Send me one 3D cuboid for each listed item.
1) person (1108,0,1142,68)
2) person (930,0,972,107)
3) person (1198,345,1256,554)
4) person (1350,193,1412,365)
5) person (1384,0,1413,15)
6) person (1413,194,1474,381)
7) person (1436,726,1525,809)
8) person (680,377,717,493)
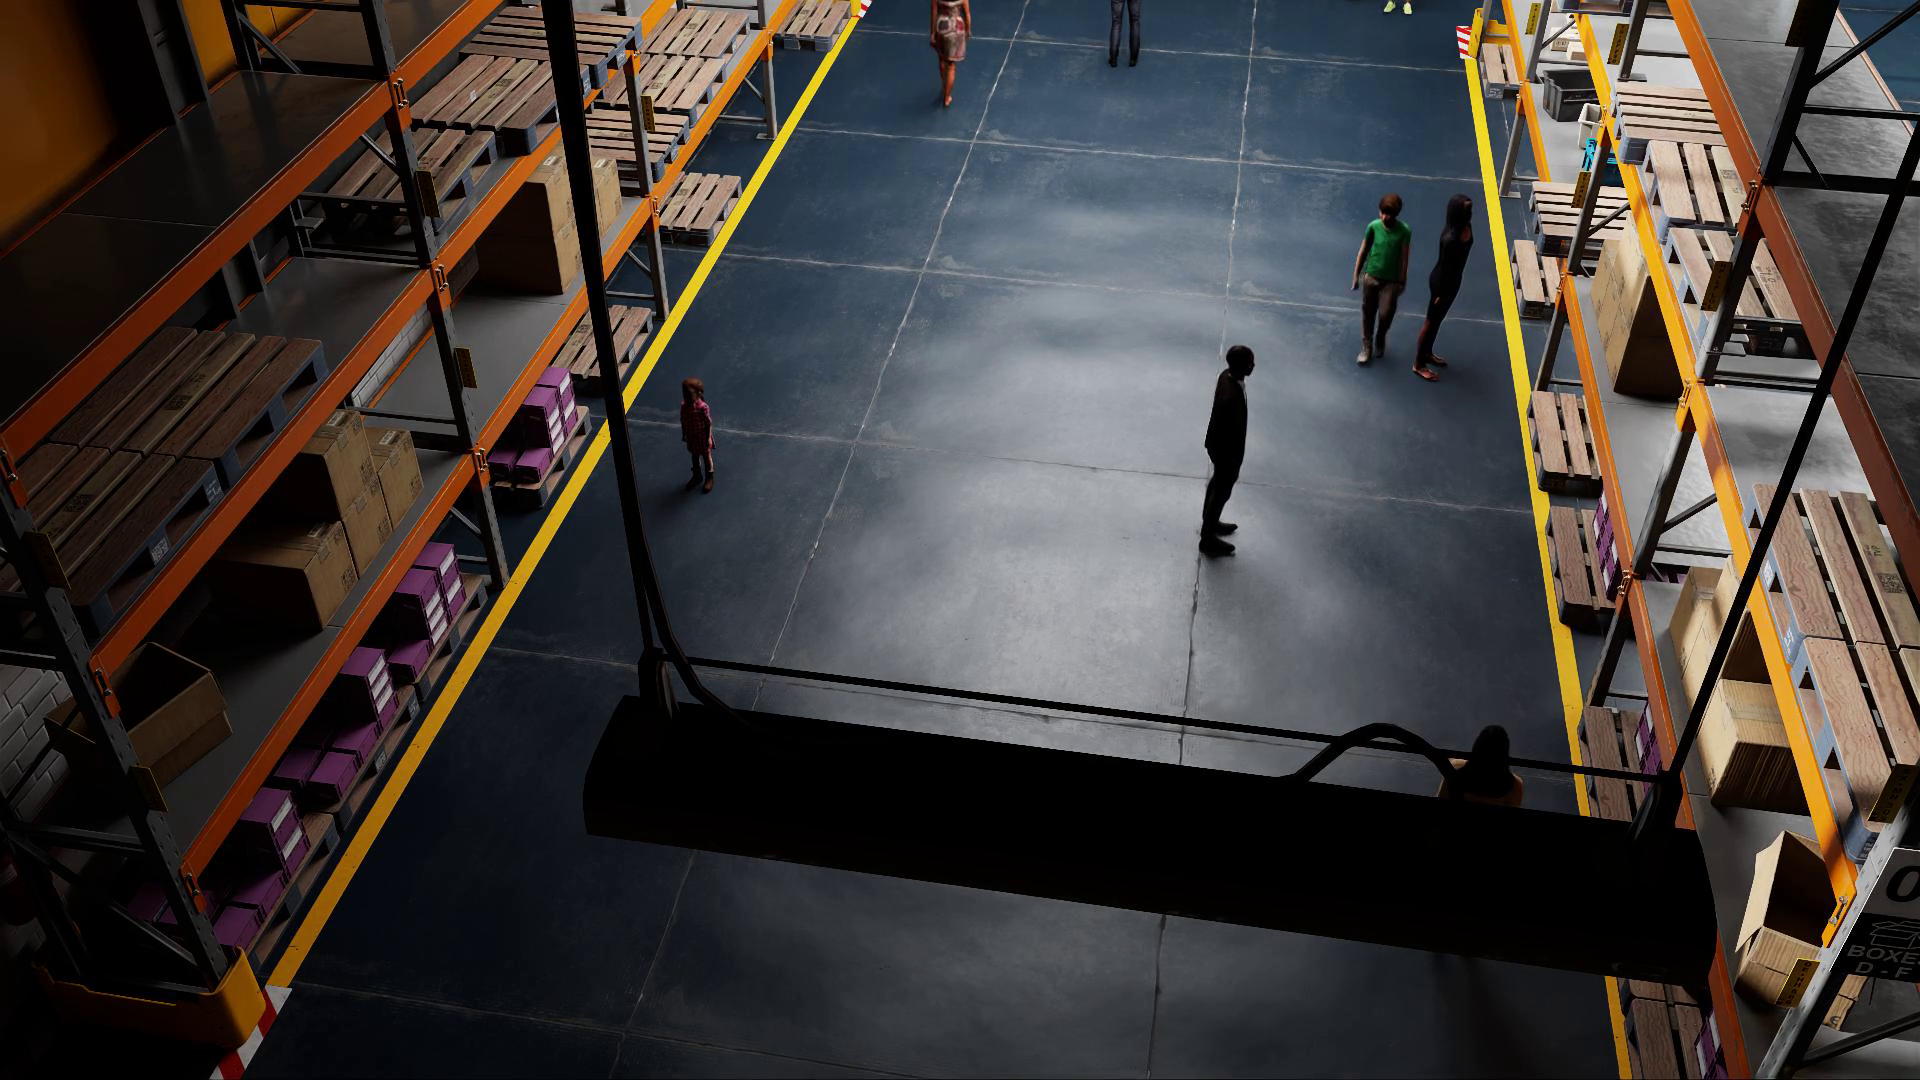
[{"bbox_3d":[2.007,-6.629,20.004,0.703,1.870,0.596,0,39,-1],"label":"person"},{"bbox_3d":[-0.135,-5.800,19.165,0.663,1.621,0.803,4,39,5],"label":"person"},{"bbox_3d":[2.011,-0.696,12.631,0.738,1.800,0.545,2,39,3],"label":"person"},{"bbox_3d":[3.786,-2.376,14.858,0.688,1.645,0.711,16,41,19],"label":"person"},{"bbox_3d":[5.802,-7.678,21.410,0.581,1.754,0.524,10,40,12],"label":"person"},{"bbox_3d":[4.277,-2.246,14.636,0.737,1.720,0.589,23,44,26],"label":"person"},{"bbox_3d":[2.967,1.717,9.704,0.691,1.681,0.596,14,41,17],"label":"person"},{"bbox_3d":[-2.124,-0.872,13.475,0.460,1.022,0.478,13,41,16],"label":"person"}]
